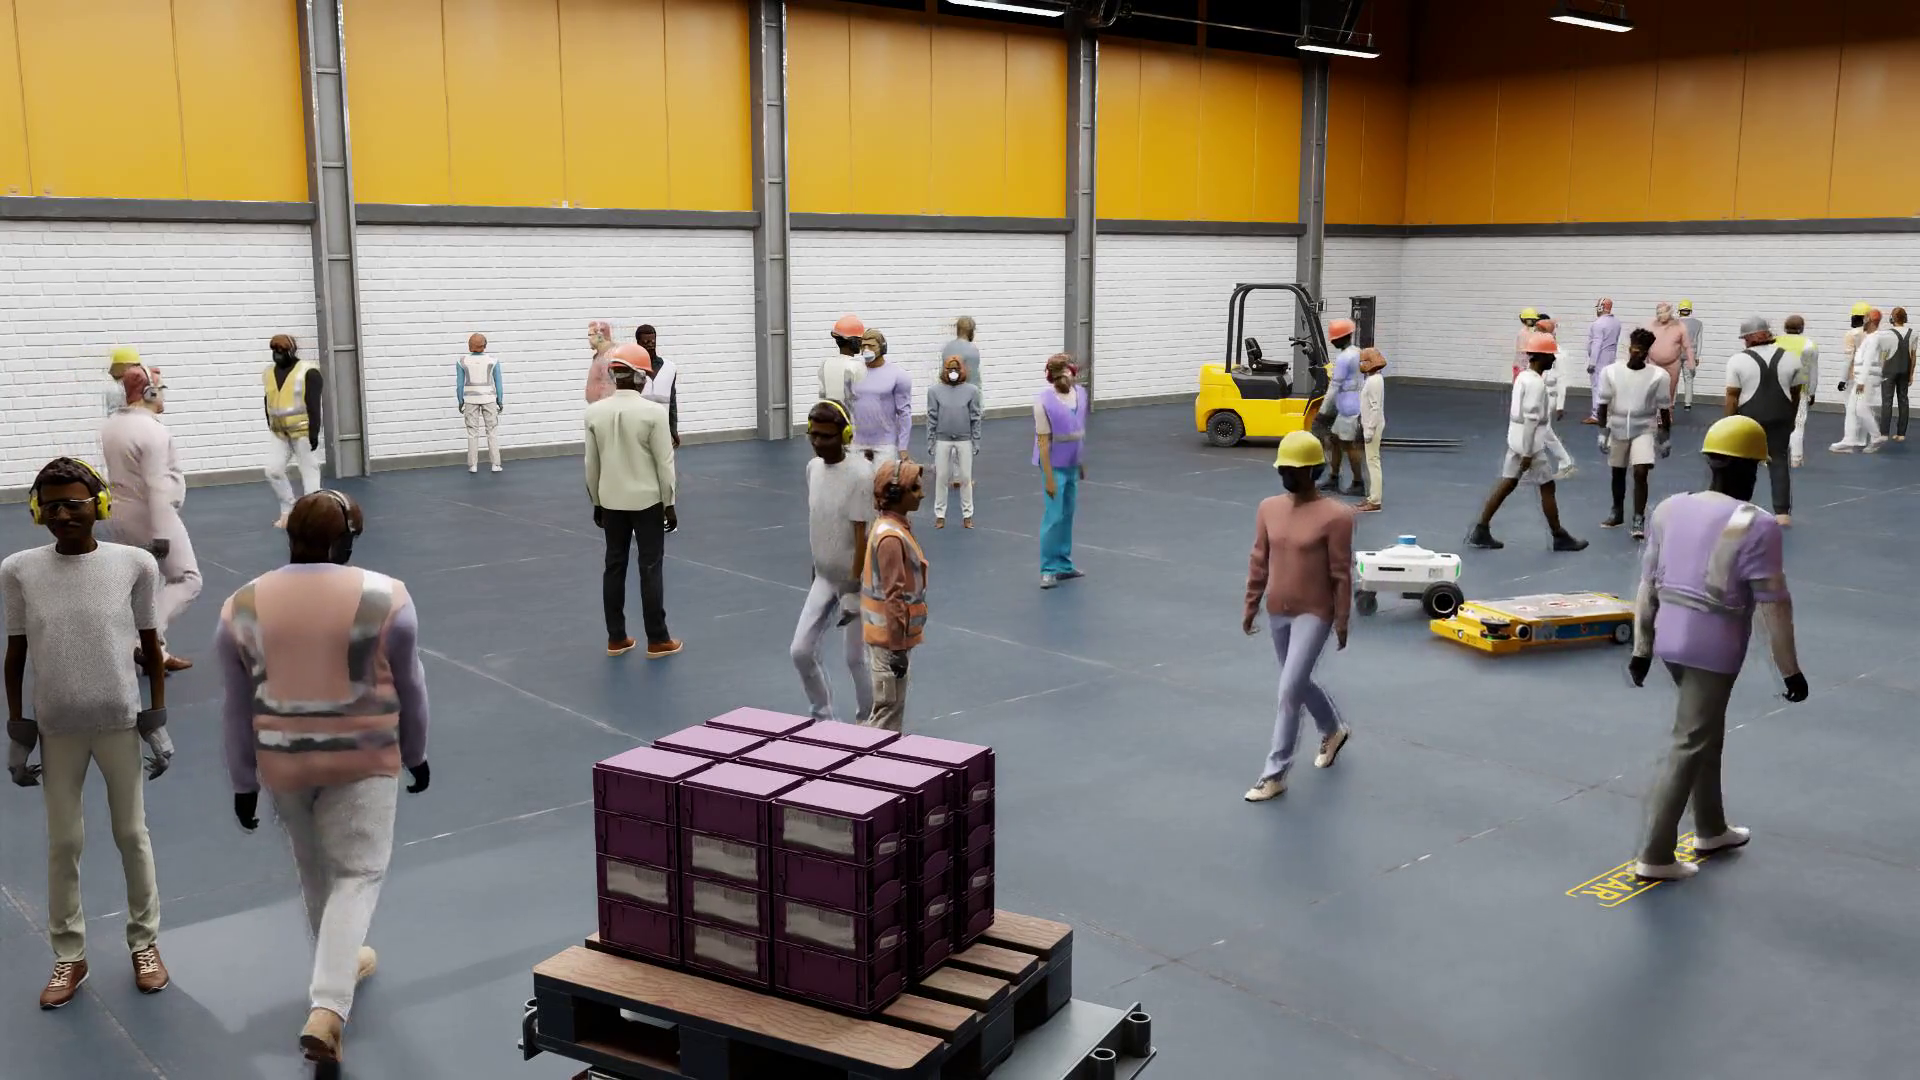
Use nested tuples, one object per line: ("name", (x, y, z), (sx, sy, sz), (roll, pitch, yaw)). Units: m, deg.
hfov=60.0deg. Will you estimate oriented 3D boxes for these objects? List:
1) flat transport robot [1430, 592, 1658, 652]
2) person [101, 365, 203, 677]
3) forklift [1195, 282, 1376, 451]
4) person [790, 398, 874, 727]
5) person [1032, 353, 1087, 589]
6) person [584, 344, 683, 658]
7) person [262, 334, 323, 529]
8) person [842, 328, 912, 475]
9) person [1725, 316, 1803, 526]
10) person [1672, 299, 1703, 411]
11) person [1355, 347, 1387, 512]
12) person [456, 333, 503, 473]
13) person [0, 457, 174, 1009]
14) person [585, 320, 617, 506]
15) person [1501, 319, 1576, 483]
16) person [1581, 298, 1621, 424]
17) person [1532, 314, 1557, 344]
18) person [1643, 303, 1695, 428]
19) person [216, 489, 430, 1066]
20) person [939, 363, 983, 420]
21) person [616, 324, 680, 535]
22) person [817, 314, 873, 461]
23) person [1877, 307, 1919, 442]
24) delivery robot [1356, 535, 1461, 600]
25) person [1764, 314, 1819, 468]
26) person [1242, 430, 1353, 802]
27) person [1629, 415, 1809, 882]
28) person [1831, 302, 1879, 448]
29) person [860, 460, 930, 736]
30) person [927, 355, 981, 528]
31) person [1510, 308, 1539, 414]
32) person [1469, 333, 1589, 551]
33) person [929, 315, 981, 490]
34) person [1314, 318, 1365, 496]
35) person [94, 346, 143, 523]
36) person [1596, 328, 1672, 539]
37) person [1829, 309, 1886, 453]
("flat transport robot", (3.916, 0.528, 11.021), (1.431, 0.197, 0.652), (-3, 10, -20))
("person", (-4.847, -0.103, 9.982), (0.649, 1.888, 0.430), (7, 12, 37))
("forklift", (4.328, -2.346, 22.227), (2.313, 2.155, 1.214), (3, 10, 16))
("person", (-0.621, 0.218, 8.236), (0.546, 1.843, 0.580), (9, 13, 41))
("person", (0.796, -0.543, 12.817), (0.402, 1.807, 0.732), (7, 12, 37))
("person", (-2.060, -0.242, 10.517), (0.611, 1.985, 0.393), (3, 10, 17))
("person", (-6.143, -0.983, 15.327), (0.648, 1.828, 0.462), (2, 10, 14))
("person", (-0.711, -0.796, 13.897), (0.627, 1.941, 0.372), (3, 10, 19))
("person", (7.634, -1.178, 15.834), (0.755, 2.000, 0.999), (1, 10, 5))
("person", (11.813, -3.018, 27.220), (0.591, 1.833, 0.403), (1, 10, 8))
("person", (4.081, -1.096, 16.543), (0.280, 1.632, 0.507), (3, 10, 15))
("person", (-5.609, -1.595, 19.450), (0.522, 1.638, 0.310), (-2, 10, -13))
("person", (-2.967, 0.645, 5.665), (0.513, 1.872, 0.328), (-4, 10, -22))
("person", (-3.593, -1.276, 16.860), (0.431, 1.888, 0.649), (-4, 10, -22))
("person", (6.568, -1.559, 18.666), (0.977, 1.844, 0.591), (-3, 10, -16))
("person", (9.681, -2.700, 25.140), (0.651, 1.907, 0.409), (-8, 13, -41))
("person", (8.739, -2.579, 25.169), (0.540, 1.666, 0.702), (5, 11, 28))
("person", (10.535, -2.595, 24.746), (0.741, 1.845, 1.035), (5, 11, 25))
("person", (-2.053, 0.737, 5.361), (0.617, 1.802, 0.940), (-1, 10, -3))
("person", (0.023, -1.515, 19.055), (0.544, 1.613, 0.484), (3, 10, 14))
("person", (-2.852, -1.009, 15.204), (0.592, 1.919, 0.389), (-7, 12, -34))
("person", (-0.932, -0.875, 14.050), (0.377, 2.045, 0.605), (-9, 13, -42))
("person", (12.772, -2.252, 22.718), (0.504, 1.839, 0.344), (0, 10, 1))
("delivery robot", (3.168, 0.210, 11.781), (0.707, 0.478, 0.477), (2, 10, 10))
("person", (9.967, -1.790, 20.010), (0.633, 1.841, 0.429), (6, 11, 32))
("person", (1.645, 0.324, 7.957), (0.874, 1.730, 0.536), (-9, 13, -41))
("person", (3.113, 0.446, 6.769), (0.852, 1.891, 0.605), (-3, 10, -18))
("person", (11.859, -2.175, 21.996), (0.589, 1.930, 0.360), (-5, 11, -26))
("person", (-0.291, 0.455, 7.452), (0.310, 1.638, 0.523), (-1, 10, -3))
("person", (-0.058, -0.912, 15.495), (0.502, 1.627, 0.276), (0, 10, 0))
("person", (8.448, -2.587, 24.887), (0.331, 1.768, 0.526), (6, 11, 31))
("person", (4.887, -0.836, 14.293), (0.998, 1.888, 0.562), (1, 10, 4))
("person", (-0.052, -1.459, 17.879), (0.592, 1.911, 0.663), (-6, 11, -32))
("person", (3.987, -1.390, 17.535), (0.707, 1.886, 0.587), (4, 11, 23))
("person", (-7.799, -0.933, 15.370), (0.723, 1.718, 0.493), (0, 10, 3))
("person", (6.125, -0.975, 15.134), (0.645, 1.892, 0.893), (6, 11, 32))
("person", (11.662, -2.027, 21.399), (0.656, 1.847, 0.671), (2, 10, 14))
